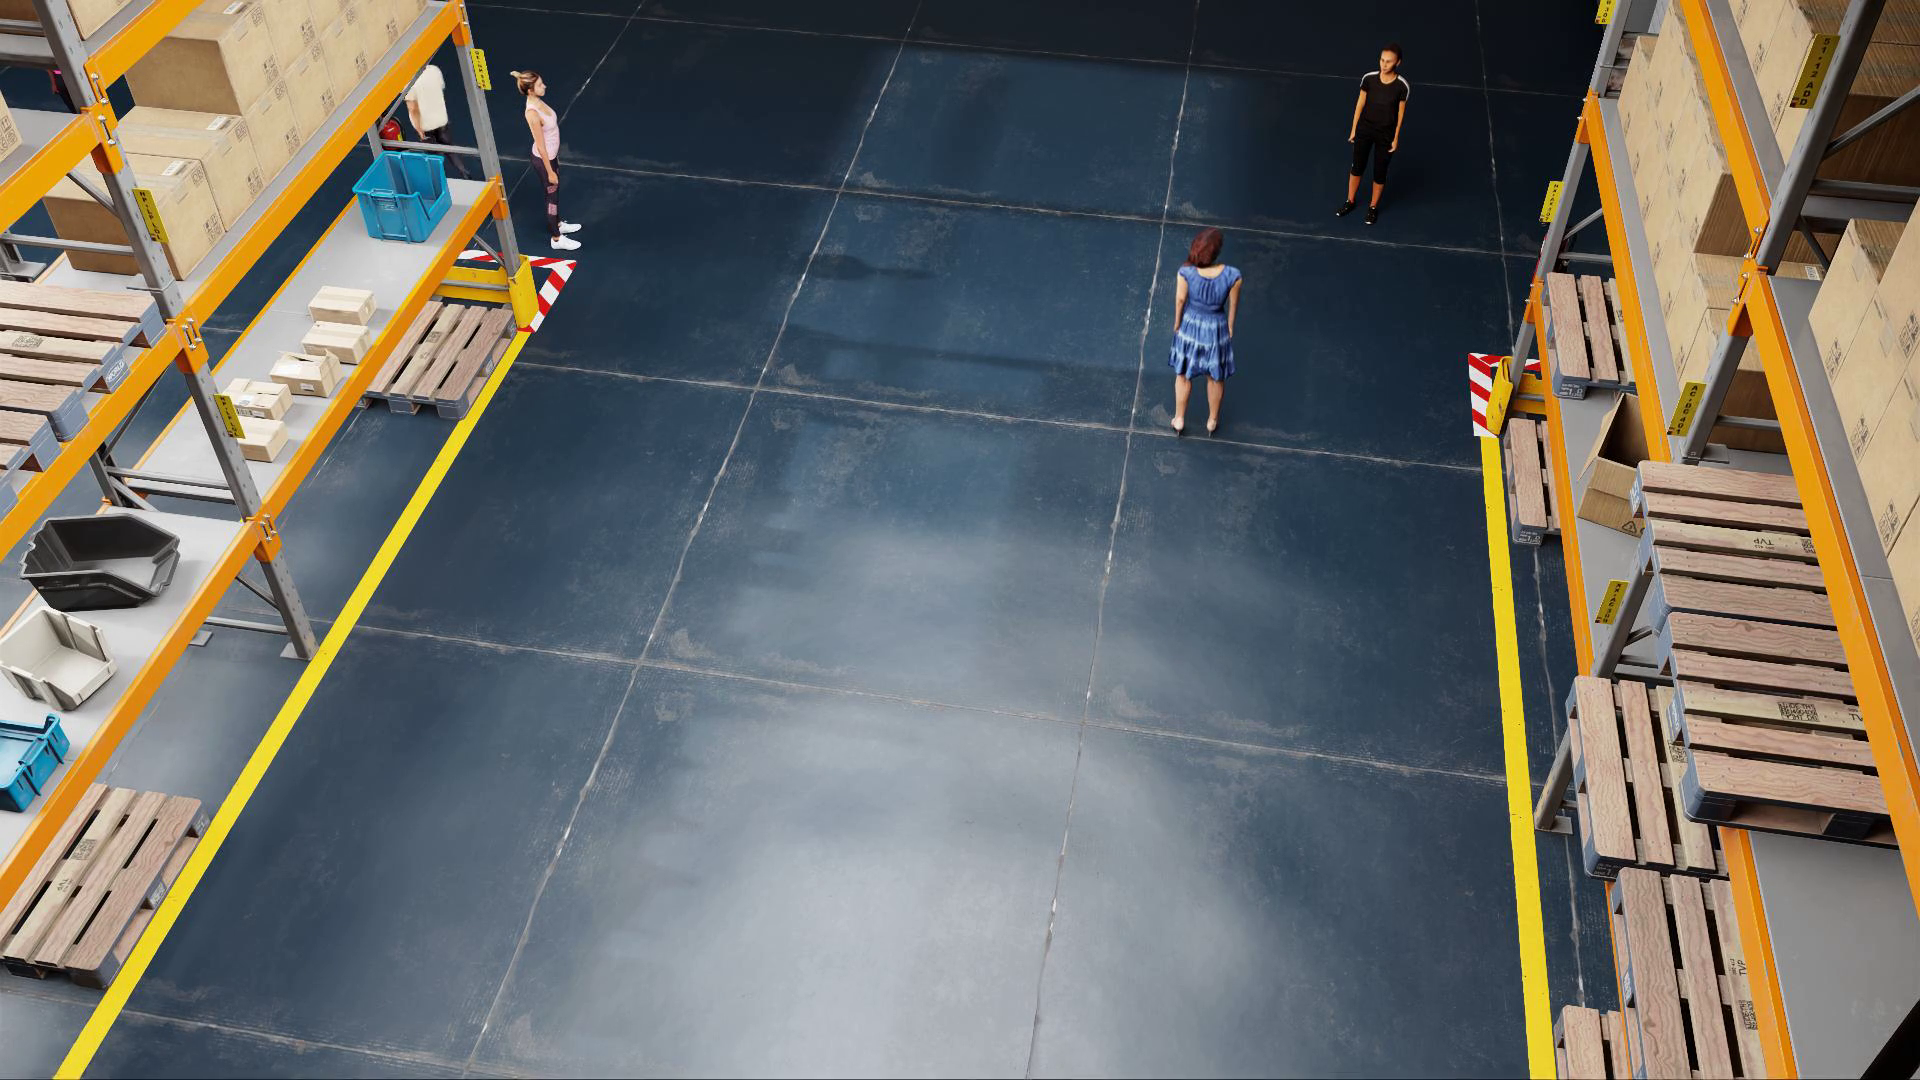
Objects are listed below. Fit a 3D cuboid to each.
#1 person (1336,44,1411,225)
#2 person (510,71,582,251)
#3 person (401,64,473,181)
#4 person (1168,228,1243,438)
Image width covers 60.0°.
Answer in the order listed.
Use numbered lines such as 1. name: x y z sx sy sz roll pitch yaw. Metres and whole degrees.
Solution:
1. person: 3.654 -3.573 14.569 0.640 1.668 0.605 21 48 21
2. person: -3.563 -3.279 14.281 0.692 1.640 0.583 -6 44 -6
3. person: -4.639 -3.678 14.748 0.881 1.573 0.864 32 52 29
4. person: 1.801 -1.511 12.306 0.669 1.803 0.575 5 44 5
